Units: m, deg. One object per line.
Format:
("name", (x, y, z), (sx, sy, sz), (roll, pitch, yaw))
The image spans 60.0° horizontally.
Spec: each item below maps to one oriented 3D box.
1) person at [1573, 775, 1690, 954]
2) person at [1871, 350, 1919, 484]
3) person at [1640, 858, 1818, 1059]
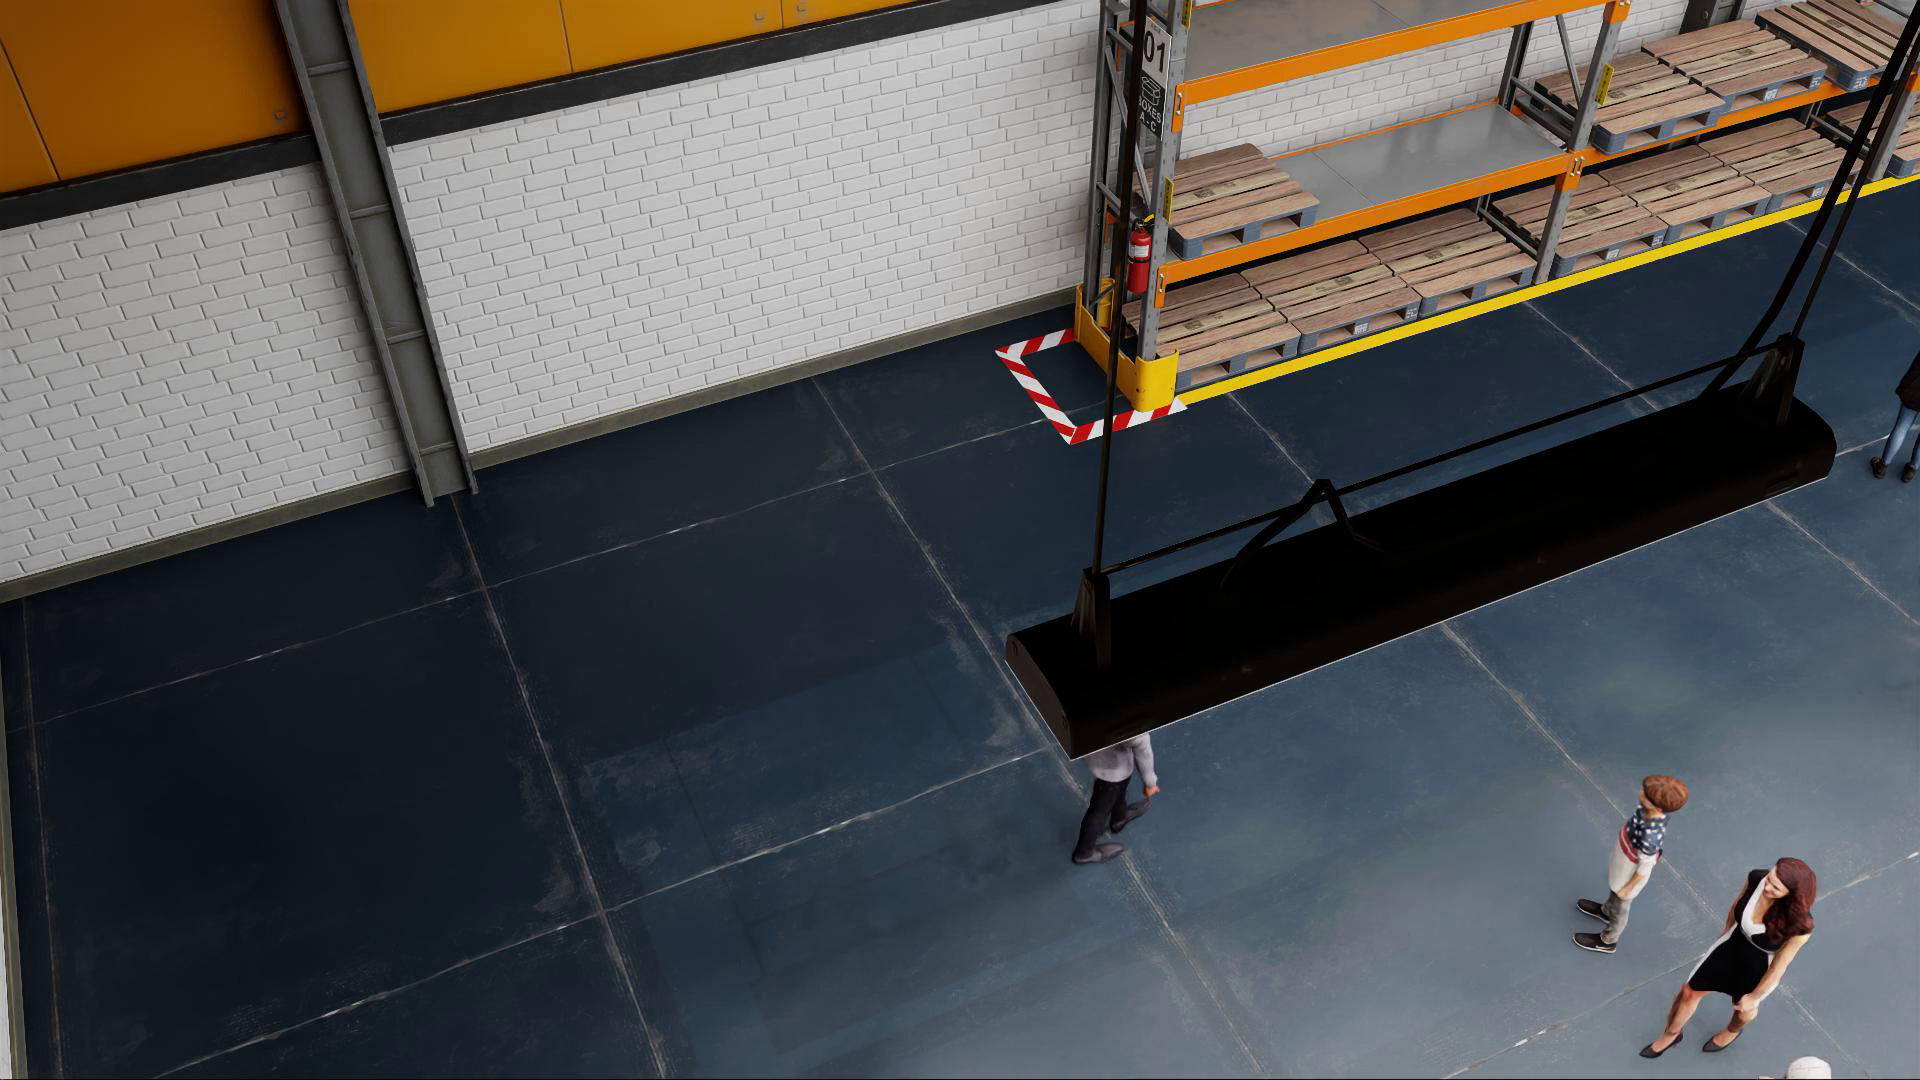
("person", (3.771, 1.798, 9.311), (0.655, 1.438, 0.588), (16, 46, 16))
("person", (7.155, -1.113, 12.223), (0.738, 1.635, 0.799), (14, 45, 14))
("person", (4.172, 2.179, 8.664), (0.794, 1.778, 0.577), (-19, 47, -19))
